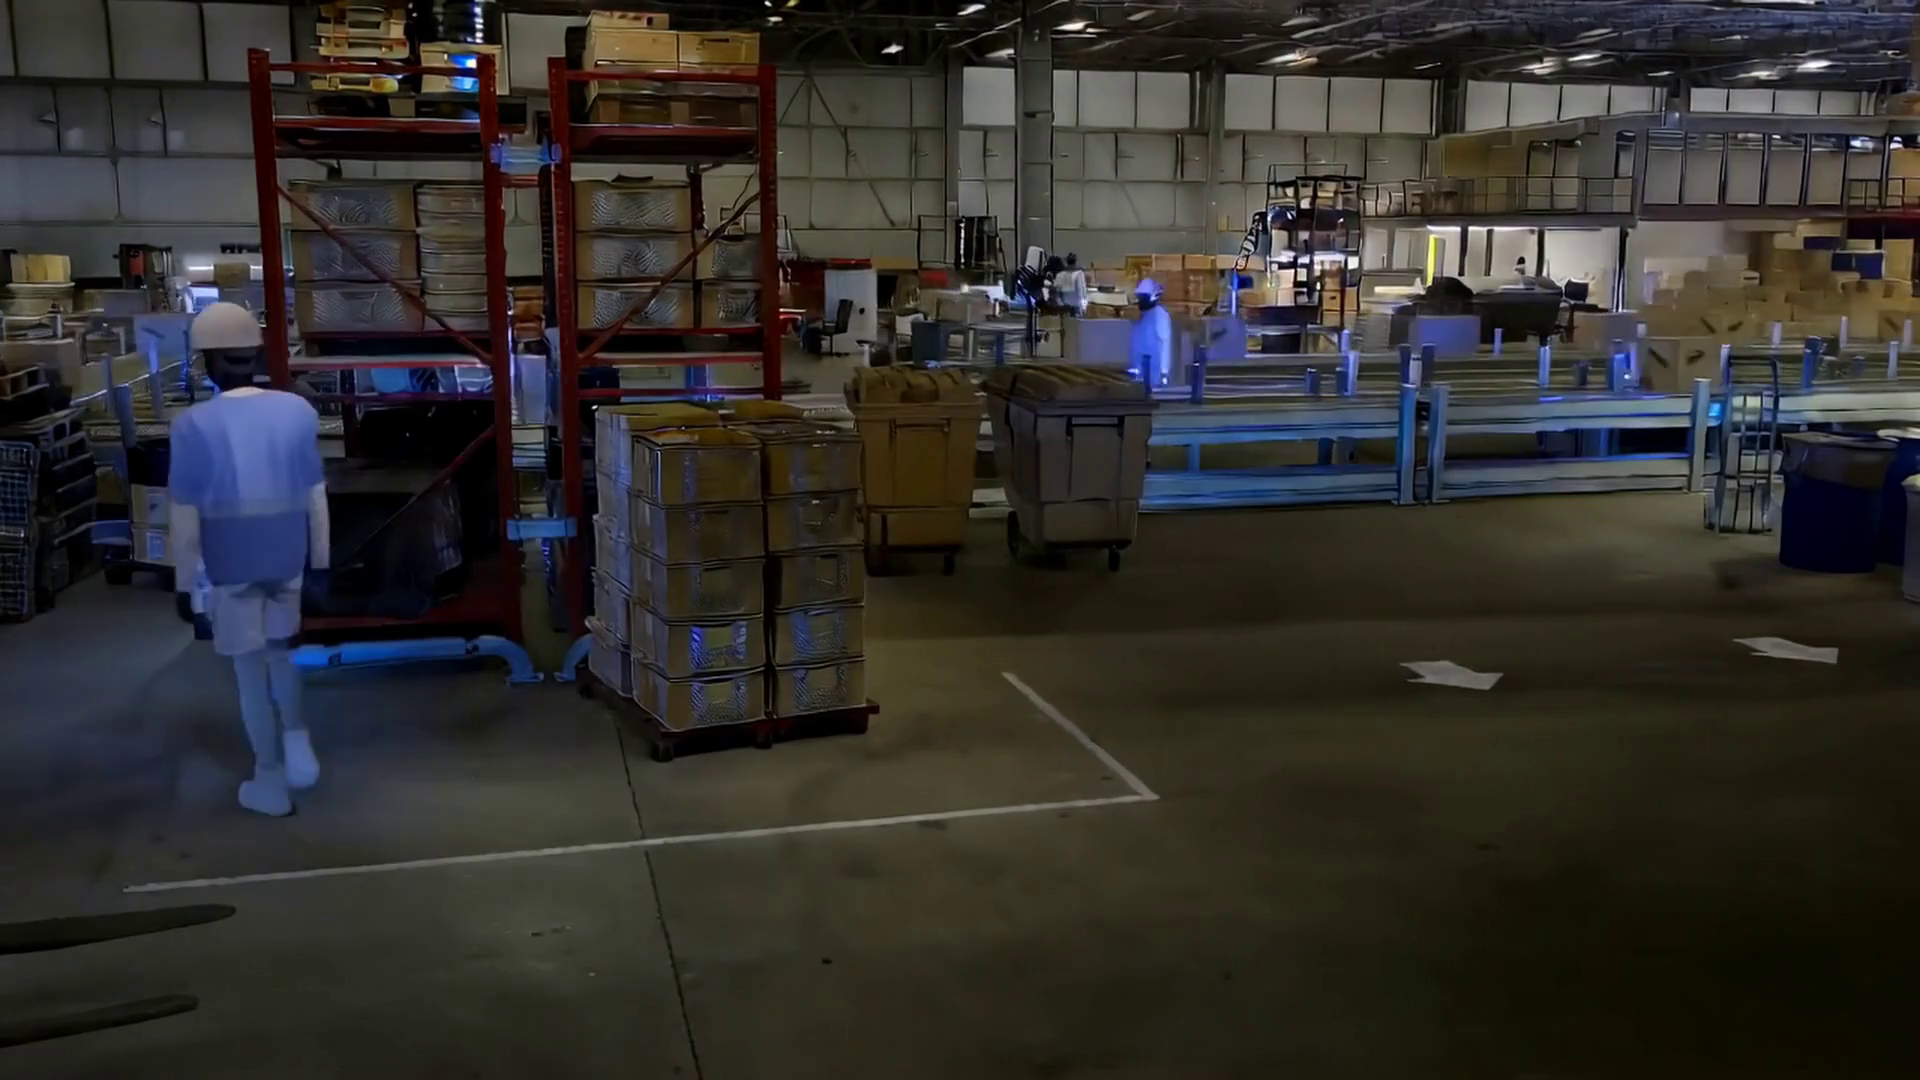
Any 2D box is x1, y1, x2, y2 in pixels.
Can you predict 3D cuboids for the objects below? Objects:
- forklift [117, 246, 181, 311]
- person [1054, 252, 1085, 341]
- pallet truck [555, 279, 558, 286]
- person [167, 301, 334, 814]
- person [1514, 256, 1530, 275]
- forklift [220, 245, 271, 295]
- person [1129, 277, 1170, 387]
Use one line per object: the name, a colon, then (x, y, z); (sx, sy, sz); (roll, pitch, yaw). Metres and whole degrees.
forklift: (-19.966, -6.232, 40.894); (1.157, 1.987, 2.680); (-3, 10, -15)
person: (2.142, -4.556, 32.250); (0.616, 1.997, 1.006); (-1, 10, -7)
pallet truck: (-10.604, -6.375, 44.520); (0.653, 1.274, 1.630); (-3, 10, -15)
person: (-2.657, 0.078, 6.224); (0.404, 1.922, 0.578); (8, 13, 38)
person: (16.710, -7.538, 49.566); (0.505, 1.846, 0.346); (-1, 10, -5)
forklift: (-17.749, -6.334, 41.440); (1.157, 1.987, 2.680); (-3, 10, -17)
person: (2.079, -1.886, 17.680); (0.756, 1.807, 0.591); (-2, 10, -12)
